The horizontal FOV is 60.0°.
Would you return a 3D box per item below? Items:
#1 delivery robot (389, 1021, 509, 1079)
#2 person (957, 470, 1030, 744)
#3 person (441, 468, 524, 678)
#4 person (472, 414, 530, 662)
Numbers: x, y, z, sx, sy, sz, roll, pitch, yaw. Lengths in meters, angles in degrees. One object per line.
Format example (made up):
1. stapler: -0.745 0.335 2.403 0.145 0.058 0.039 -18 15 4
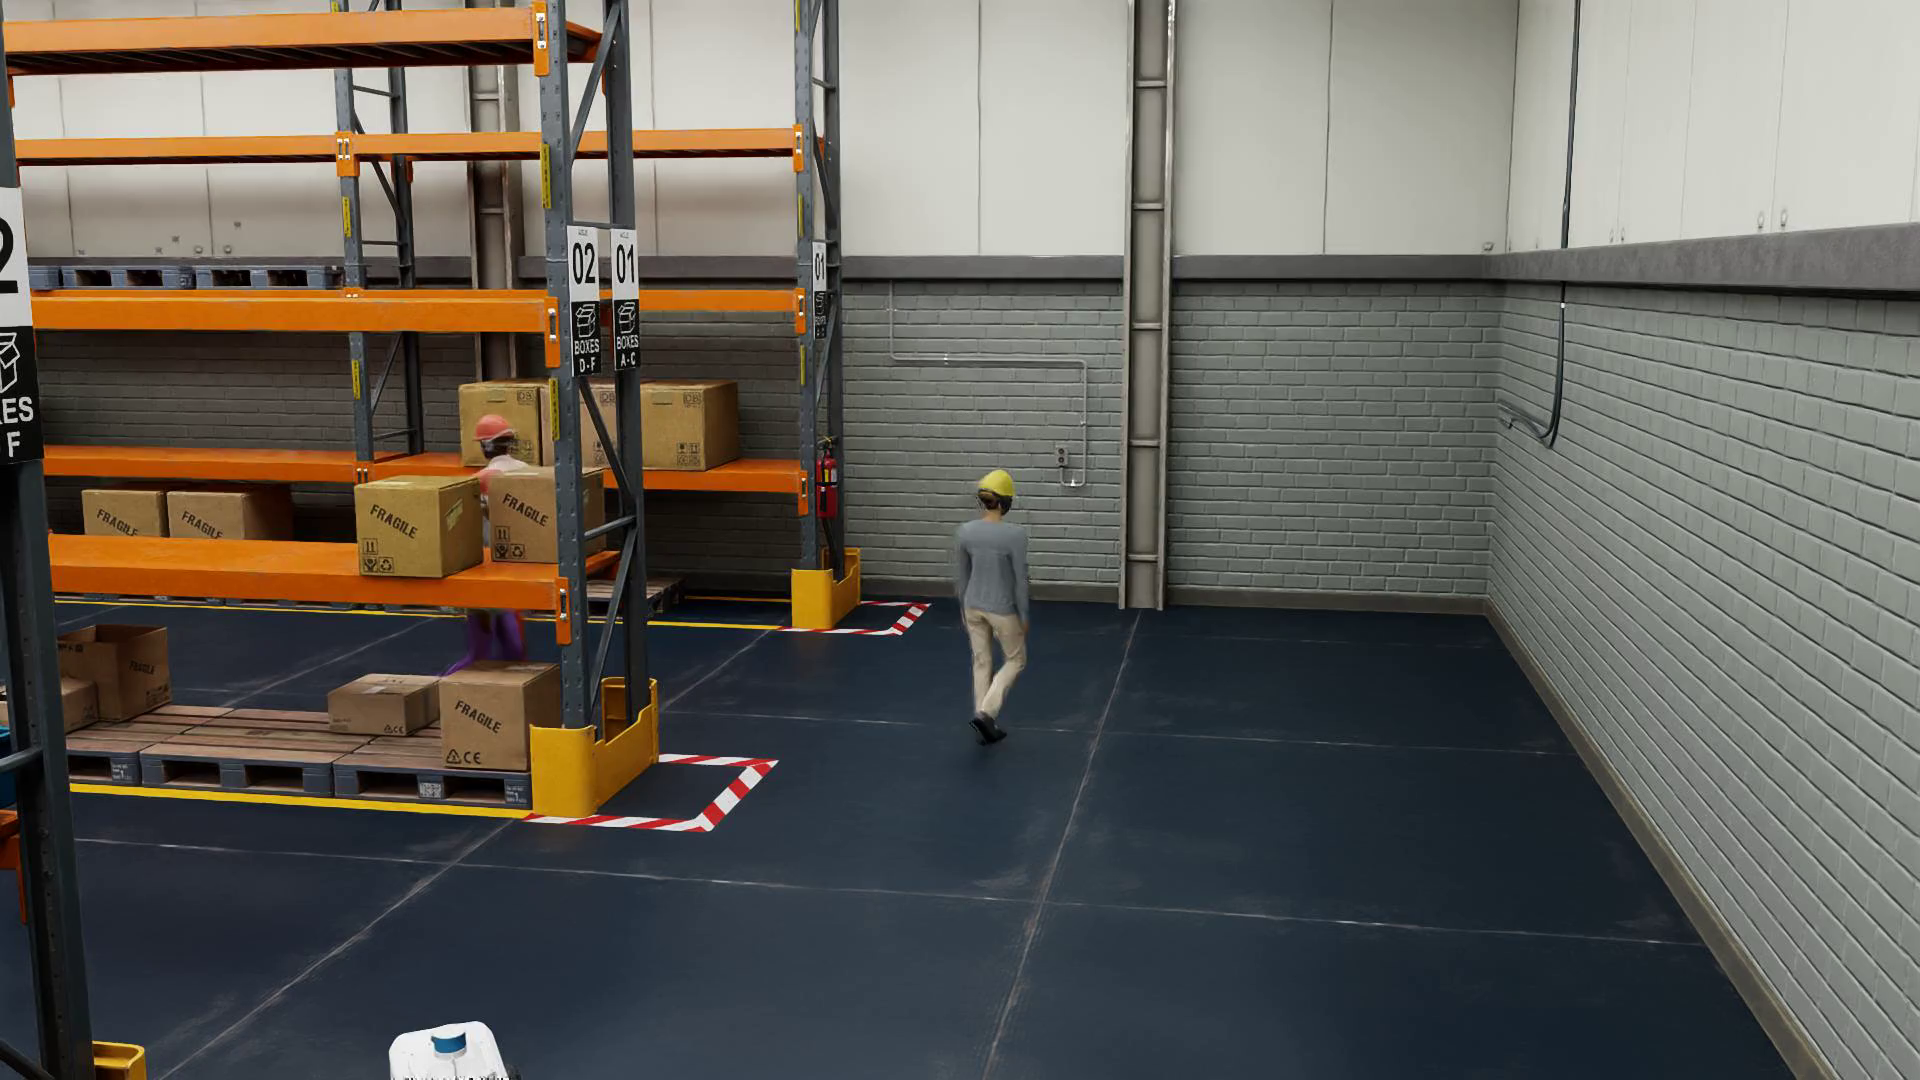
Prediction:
1. delivery robot: -1.636 1.809 5.366 0.477 0.478 0.707 -4 10 -23
2. person: 0.204 0.436 10.455 0.544 1.750 0.413 6 11 33
3. person: -3.128 0.389 10.835 0.726 1.725 0.561 1 9 6
4. person: -3.302 0.098 11.892 0.564 1.971 0.643 3 10 17
